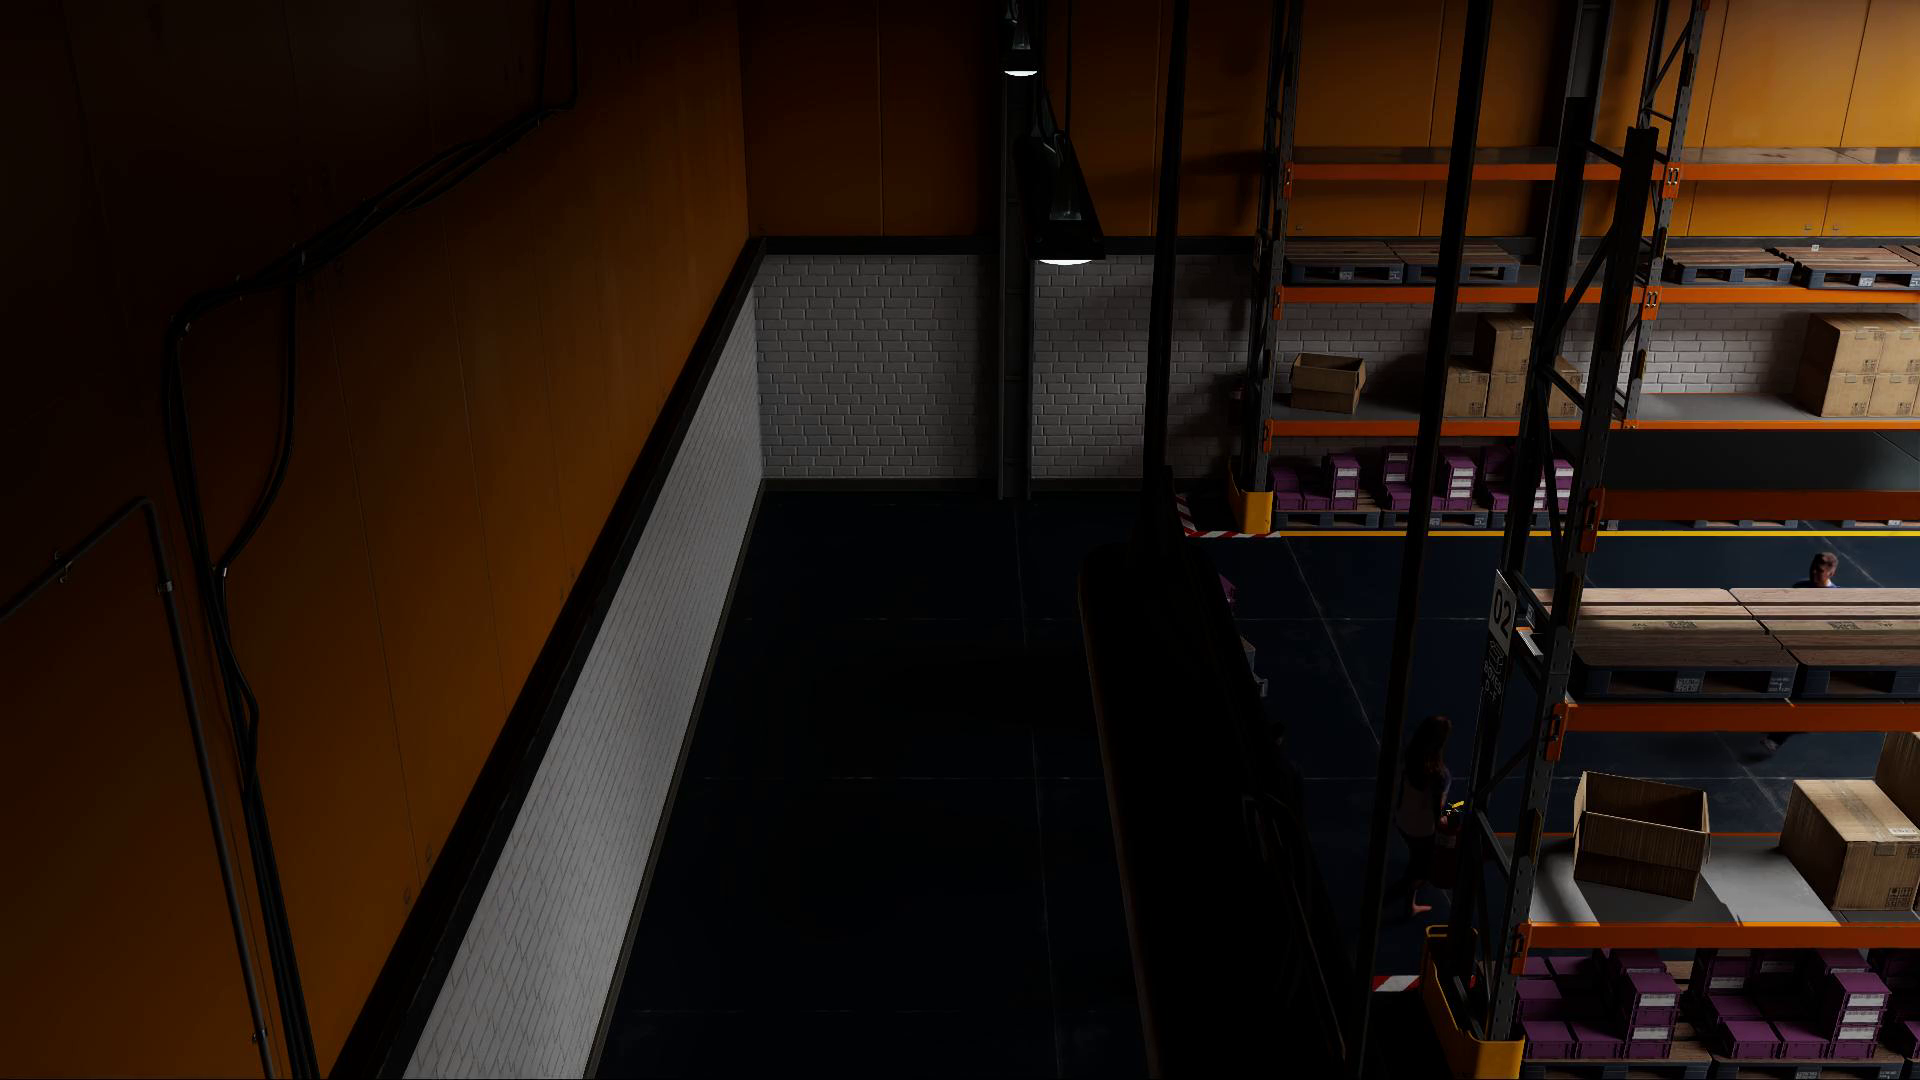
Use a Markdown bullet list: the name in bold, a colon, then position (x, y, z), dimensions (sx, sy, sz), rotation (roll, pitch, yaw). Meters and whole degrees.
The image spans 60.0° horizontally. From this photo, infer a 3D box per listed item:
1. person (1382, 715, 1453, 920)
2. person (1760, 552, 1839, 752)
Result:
- **person**: position (3.163, 2.034, 11.692), dimensions (0.988, 1.706, 0.787), rotation (-9, 25, -20)
- **person**: position (7.279, 0.916, 14.168), dimensions (1.212, 1.770, 1.033), rotation (-14, 27, -28)
